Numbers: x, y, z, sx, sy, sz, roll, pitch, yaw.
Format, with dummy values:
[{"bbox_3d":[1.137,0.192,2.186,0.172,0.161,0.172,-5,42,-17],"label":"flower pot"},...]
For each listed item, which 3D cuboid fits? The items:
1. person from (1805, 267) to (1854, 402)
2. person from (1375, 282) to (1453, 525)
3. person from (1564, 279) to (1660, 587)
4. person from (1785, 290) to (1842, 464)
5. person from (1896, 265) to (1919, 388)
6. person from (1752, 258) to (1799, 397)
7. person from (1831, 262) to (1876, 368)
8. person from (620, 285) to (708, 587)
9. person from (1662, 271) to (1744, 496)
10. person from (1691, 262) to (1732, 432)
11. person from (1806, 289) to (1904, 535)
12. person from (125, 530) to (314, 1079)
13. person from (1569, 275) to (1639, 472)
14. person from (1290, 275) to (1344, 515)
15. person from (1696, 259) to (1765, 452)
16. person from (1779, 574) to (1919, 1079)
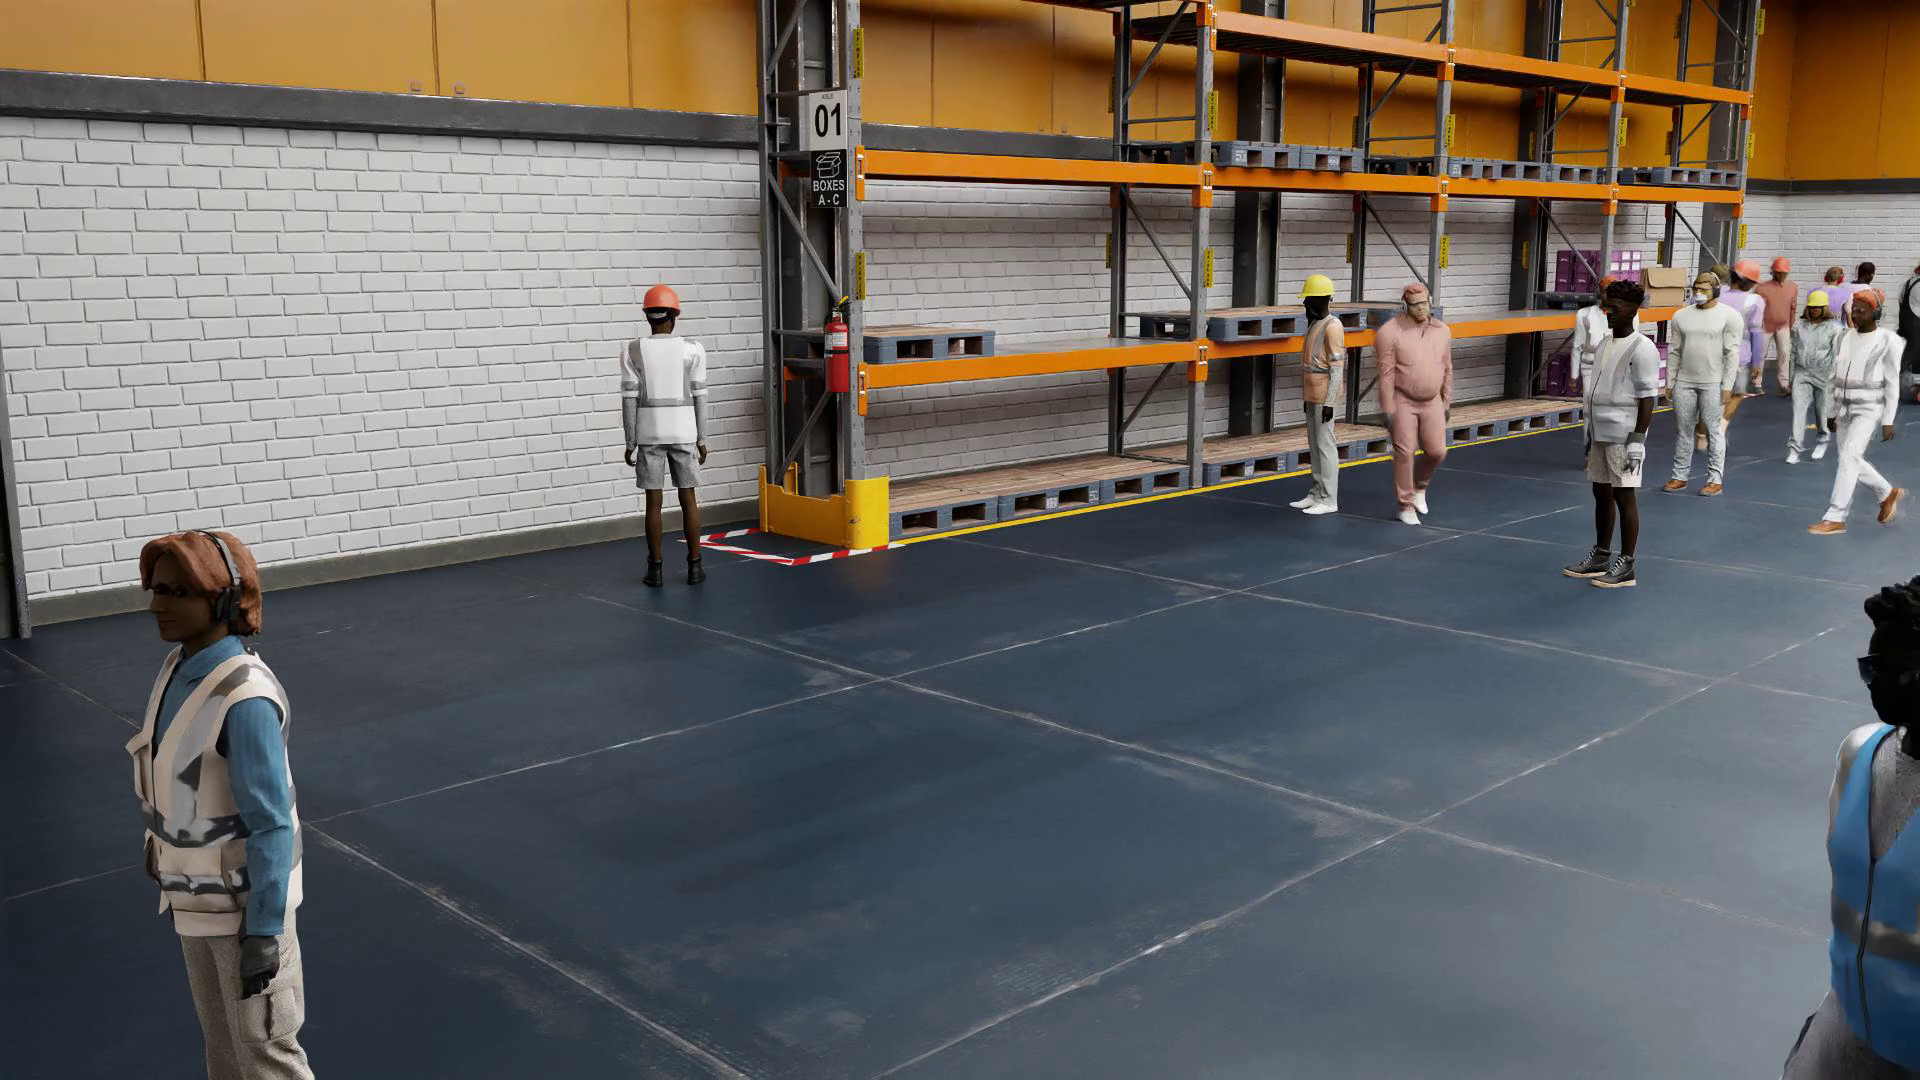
[{"bbox_3d":[11.819,-2.788,22.564,0.890,1.803,0.581,-10,14,-42],"label":"person"},{"bbox_3d":[3.535,-1.056,12.947,0.653,1.885,0.453,-2,11,-12],"label":"person"},{"bbox_3d":[4.201,-0.684,10.673,0.361,1.965,0.613,-2,11,-9],"label":"person"},{"bbox_3d":[8.496,-1.624,16.517,0.498,1.703,0.871,9,14,40],"label":"person"},{"bbox_3d":[13.390,-3.048,23.366,0.933,2.000,0.686,1,10,6],"label":"person"},{"bbox_3d":[11.334,-2.946,23.141,0.644,1.925,0.959,1,10,6],"label":"person"},{"bbox_3d":[12.498,-2.920,23.150,0.993,1.857,0.615,-4,11,-22],"label":"person"},{"bbox_3d":[-1.886,-0.659,10.647,0.546,1.928,0.385,-2,11,-12],"label":"person"},{"bbox_3d":[6.419,-1.352,14.415,0.365,1.932,0.629,-9,14,-39],"label":"person"},{"bbox_3d":[8.615,-2.194,18.986,0.636,1.938,0.359,0,10,-3],"label":"person"},{"bbox_3d":[6.839,-0.966,12.536,0.854,1.857,0.581,-3,11,-18],"label":"person"},{"bbox_3d":[-1.562,0.783,3.554,0.306,1.645,0.523,-9,14,-42],"label":"person"},{"bbox_3d":[6.117,-1.576,15.829,0.591,1.867,0.460,5,12,26],"label":"person"},{"bbox_3d":[2.884,-1.166,13.413,0.383,1.924,0.594,-1,10,-5],"label":"person"},{"bbox_3d":[7.776,-1.853,16.956,0.659,2.001,0.642,10,14,44],"label":"person"},{"bbox_3d":[1.778,0.878,3.058,0.920,1.641,0.529,-3,11,-15],"label":"person"}]
